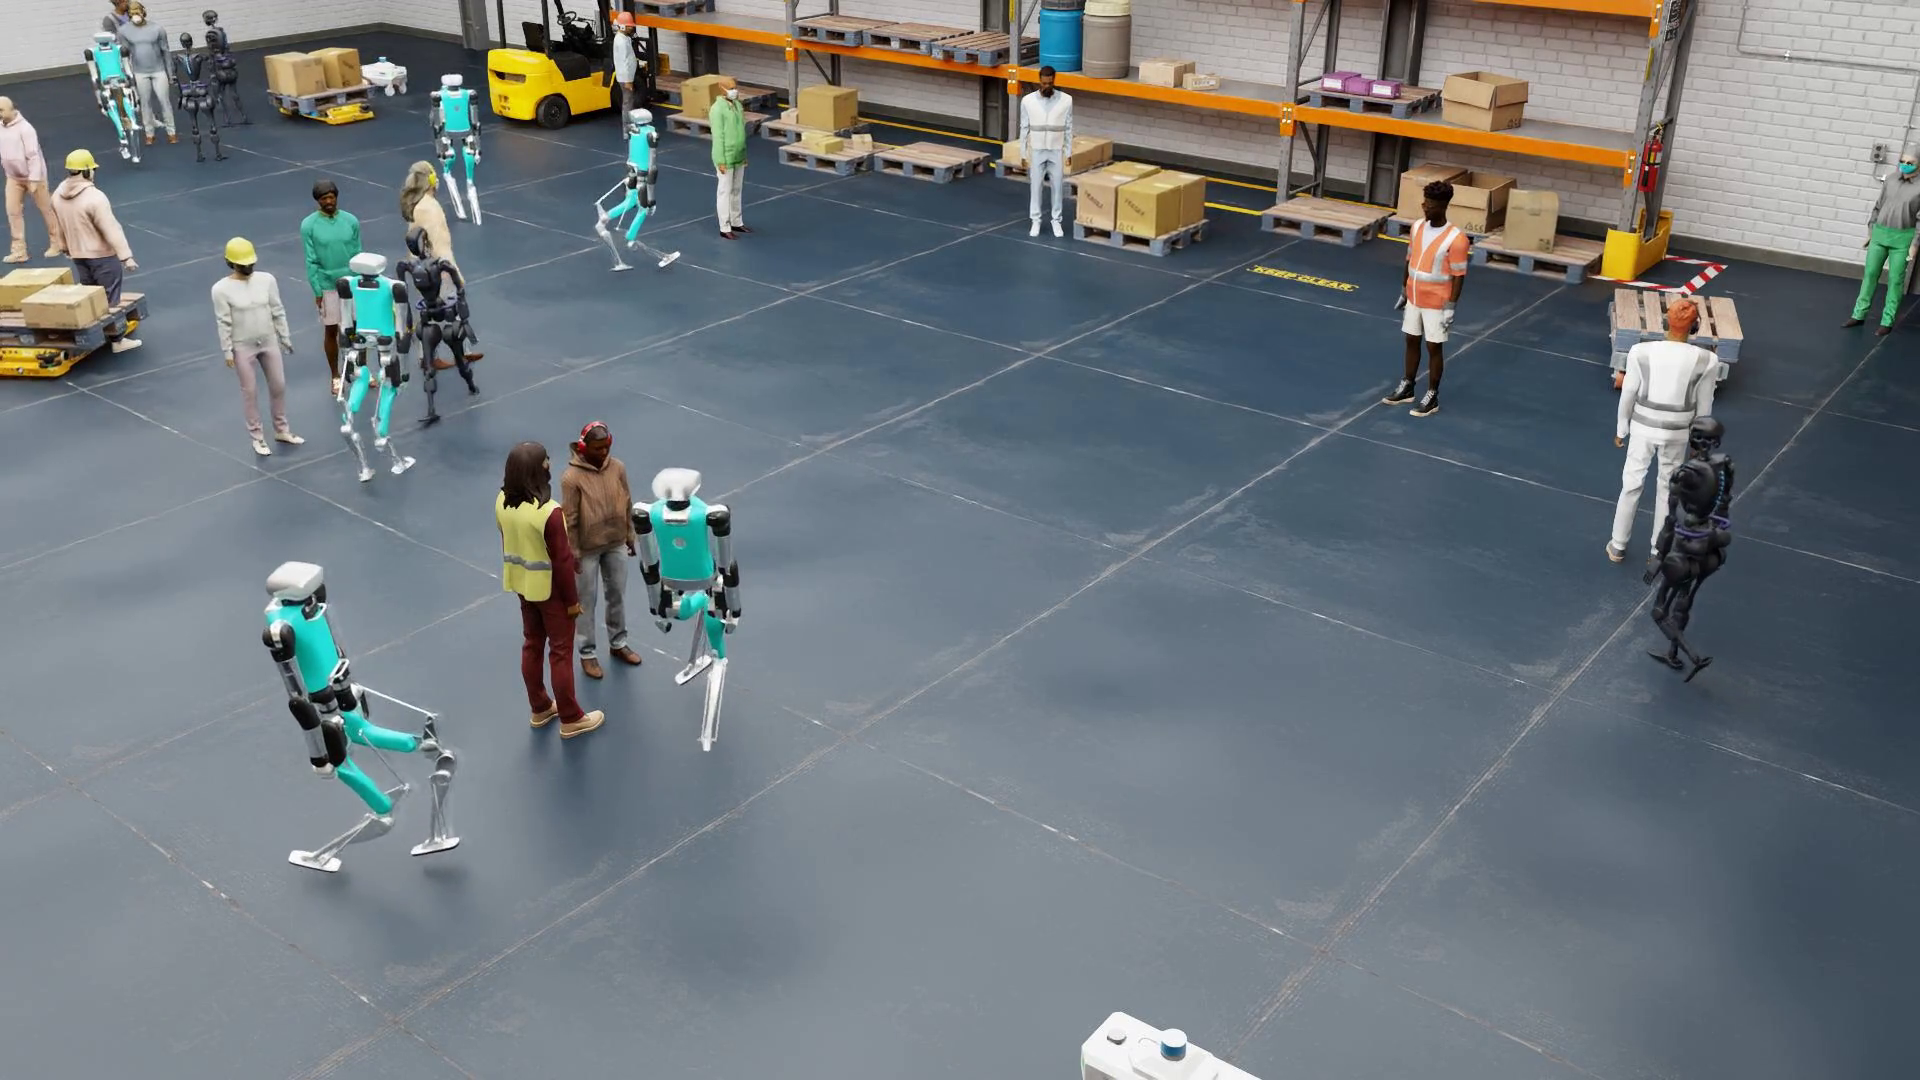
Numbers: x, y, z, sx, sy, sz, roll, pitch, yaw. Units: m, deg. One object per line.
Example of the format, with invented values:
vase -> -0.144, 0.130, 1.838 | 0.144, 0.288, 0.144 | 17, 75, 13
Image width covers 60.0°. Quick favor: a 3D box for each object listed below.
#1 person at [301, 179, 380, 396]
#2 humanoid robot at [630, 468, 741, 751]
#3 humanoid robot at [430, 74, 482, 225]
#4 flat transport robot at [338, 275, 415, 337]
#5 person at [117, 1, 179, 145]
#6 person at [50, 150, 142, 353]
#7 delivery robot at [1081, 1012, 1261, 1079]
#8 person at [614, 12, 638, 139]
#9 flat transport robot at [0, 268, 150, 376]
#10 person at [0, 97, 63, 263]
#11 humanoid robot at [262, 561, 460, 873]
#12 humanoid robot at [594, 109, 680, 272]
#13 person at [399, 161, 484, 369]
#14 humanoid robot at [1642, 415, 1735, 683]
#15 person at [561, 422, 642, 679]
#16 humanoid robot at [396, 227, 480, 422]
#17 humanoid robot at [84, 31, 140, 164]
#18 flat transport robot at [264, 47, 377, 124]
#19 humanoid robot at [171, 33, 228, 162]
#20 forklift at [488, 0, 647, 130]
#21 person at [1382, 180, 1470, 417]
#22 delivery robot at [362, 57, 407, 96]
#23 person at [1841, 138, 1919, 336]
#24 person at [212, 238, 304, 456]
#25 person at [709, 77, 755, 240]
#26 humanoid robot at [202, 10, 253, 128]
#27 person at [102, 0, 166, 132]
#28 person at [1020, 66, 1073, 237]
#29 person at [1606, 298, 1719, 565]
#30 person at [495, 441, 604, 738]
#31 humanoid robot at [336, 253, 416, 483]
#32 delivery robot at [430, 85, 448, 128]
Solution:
person -> -5.328, -2.179, 14.266 | 0.493, 1.851, 0.400 | -17, 30, -31
humanoid robot -> -1.444, 0.280, 9.392 | 0.534, 1.765, 1.014 | 2, 26, 4
humanoid robot -> -5.823, -4.511, 19.257 | 0.542, 1.794, 0.803 | -12, 28, -23
flat transport robot -> -5.820, -2.301, 16.336 | 0.659, 0.231, 1.431 | -12, 28, -23
person -> -11.225, -6.463, 23.036 | 0.634, 1.937, 0.352 | -10, 28, -20
person -> -7.905, -2.616, 15.170 | 0.819, 1.855, 0.434 | 10, 27, 19
delivery robot -> 0.858, 2.231, 6.638 | 0.804, 0.610, 0.499 | 18, 31, 33
person -> -4.673, -6.537, 23.420 | 0.348, 1.738, 0.572 | -5, 26, -10
flat transport robot -> -8.290, -1.835, 15.371 | 0.659, 0.231, 1.431 | 2, 26, 4
person -> -10.081, -3.843, 17.818 | 0.555, 1.750, 0.802 | 6, 26, 12
humanoid robot -> -2.813, 0.922, 8.030 | 1.025, 1.764, 0.540 | 0, 26, 0
humanoid robot -> -3.432, -3.565, 17.255 | 0.997, 1.729, 0.550 | -19, 32, -35
person -> -4.610, -2.425, 14.763 | 0.549, 1.850, 0.649 | -11, 28, -21
humanoid robot -> 4.391, 0.067, 9.812 | 0.612, 1.637, 0.510 | -14, 29, -27
person -> -2.141, 0.044, 9.906 | 0.452, 1.641, 0.326 | -20, 32, -35
humanoid robot -> -4.313, -1.812, 13.785 | 0.615, 1.615, 0.844 | 3, 26, 5
humanoid robot -> -10.965, -5.698, 21.695 | 0.539, 1.737, 1.025 | -15, 29, -28
flat transport robot -> -9.522, -6.459, 24.948 | 1.431, 0.231, 0.659 | 18, 31, 33
humanoid robot -> -10.162, -5.901, 22.157 | 0.599, 1.656, 0.315 | -2, 26, -4
forklift -> -5.874, -7.334, 24.552 | 1.214, 2.155, 2.313 | 19, 32, 34
person -> 3.869, -2.001, 13.765 | 0.361, 1.963, 0.611 | -14, 29, -27
delivery robot -> -9.224, -7.404, 26.591 | 0.780, 0.609, 0.523 | 13, 29, 25
person -> 8.794, -2.857, 15.667 | 0.341, 1.853, 0.510 | -17, 31, -32
person -> -5.494, -1.516, 13.014 | 0.360, 1.752, 0.543 | 23, 34, 38
person -> -2.589, -4.308, 18.752 | 0.383, 1.784, 0.538 | 11, 28, 22
humanoid robot -> -10.651, -6.828, 24.104 | 0.375, 1.645, 0.585 | 1, 26, 3
person -> -11.820, -6.839, 23.732 | 0.732, 2.009, 0.643 | 7, 27, 14
person -> 0.973, -4.389, 18.782 | 0.596, 1.908, 0.411 | -1, 26, -1
person -> 4.711, -0.713, 11.193 | 0.573, 1.882, 0.356 | 11, 28, 21
person -> -2.319, 0.288, 9.250 | 0.469, 1.769, 0.378 | 16, 30, 30
humanoid robot -> -4.385, -1.181, 12.349 | 0.568, 1.783, 0.881 | 2, 26, 4
delivery robot -> -7.517, -6.356, 24.406 | 0.524, 0.596, 0.767 | -7, 27, -14
